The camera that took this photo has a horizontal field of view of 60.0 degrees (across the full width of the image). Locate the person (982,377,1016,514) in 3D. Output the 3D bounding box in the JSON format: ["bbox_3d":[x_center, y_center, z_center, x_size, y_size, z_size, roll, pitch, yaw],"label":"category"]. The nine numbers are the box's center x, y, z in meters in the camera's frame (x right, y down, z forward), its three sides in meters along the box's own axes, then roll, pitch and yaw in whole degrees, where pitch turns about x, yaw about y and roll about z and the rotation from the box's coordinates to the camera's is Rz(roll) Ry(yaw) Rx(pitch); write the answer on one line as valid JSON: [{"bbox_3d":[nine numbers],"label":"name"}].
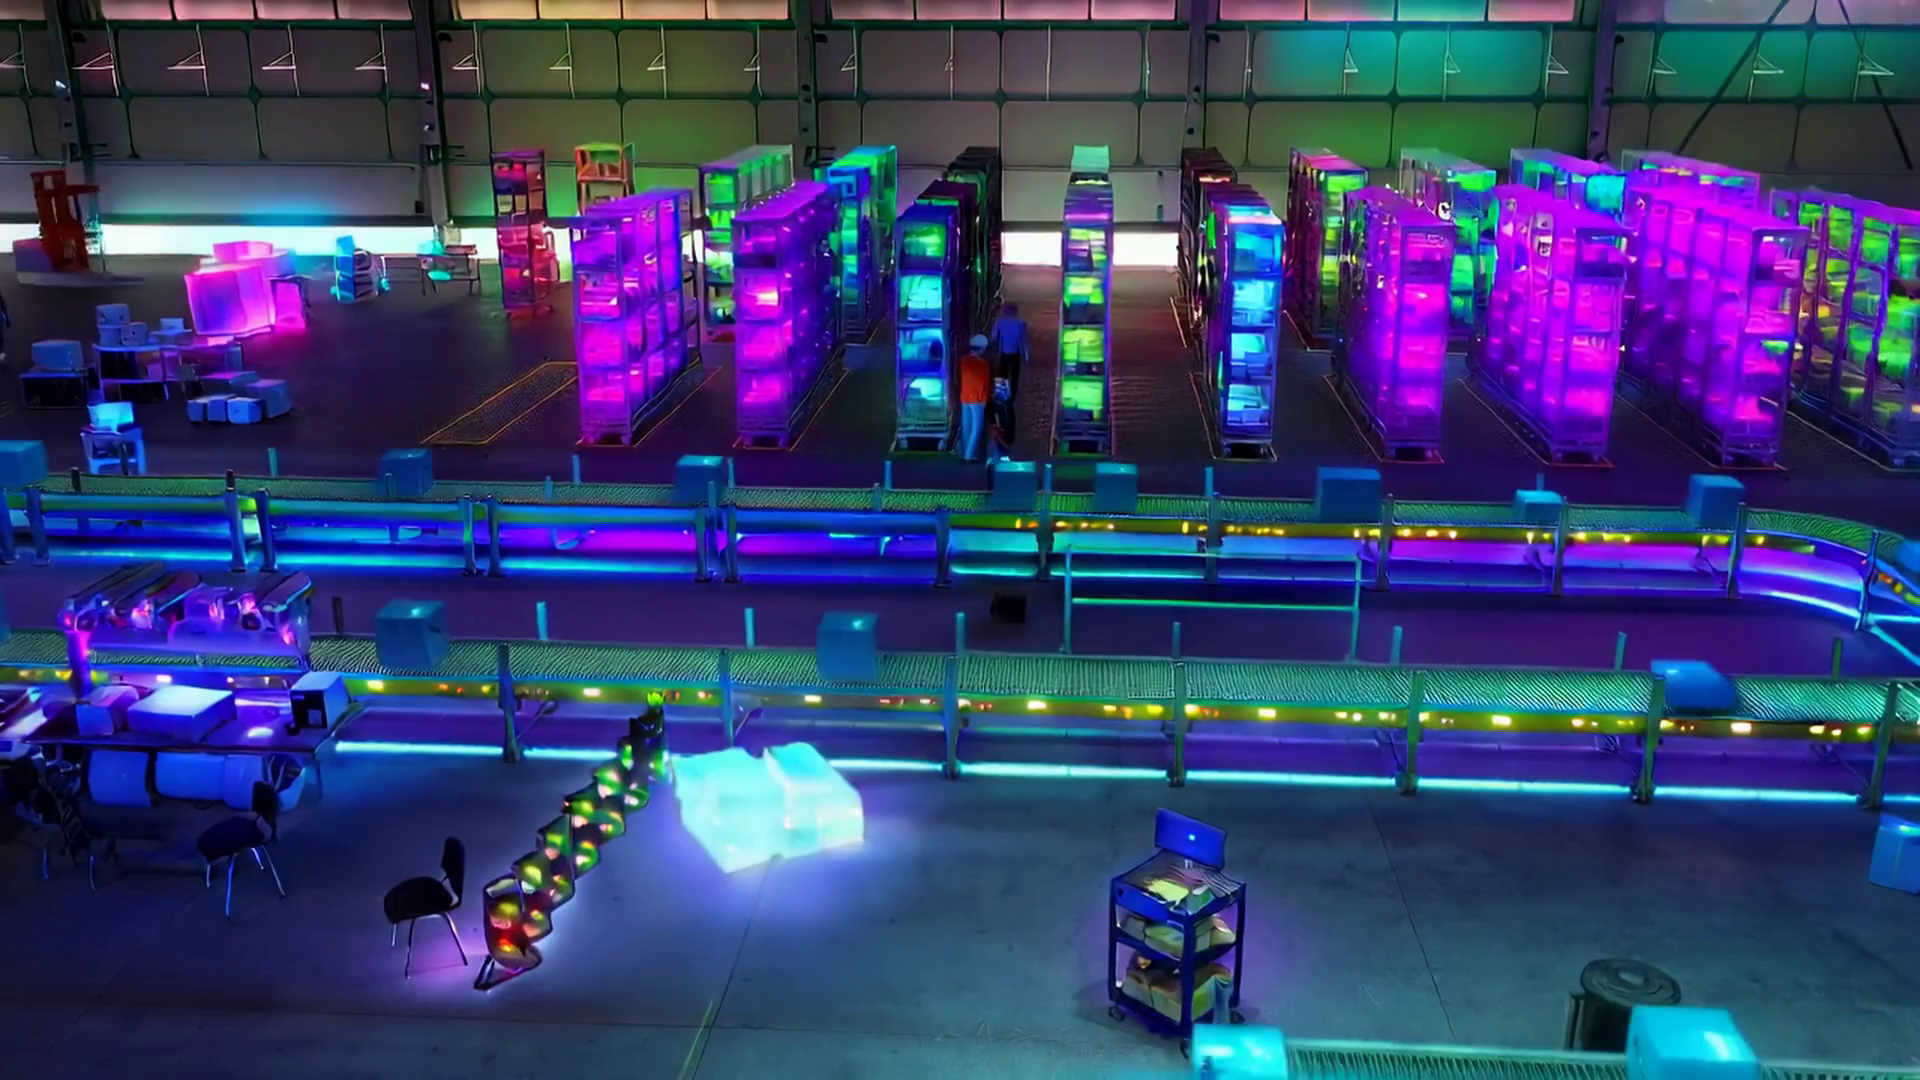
[{"bbox_3d":[0.554,-1.244,22.381,0.407,1.913,0.641,8,19,23],"label":"person"}]

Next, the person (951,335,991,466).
[{"bbox_3d":[0.211,-2.101,25.028,0.537,1.966,0.630,-12,21,-34],"label":"person"}]

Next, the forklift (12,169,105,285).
[{"bbox_3d":[-22.795,-7.898,41.906,1.873,2.768,1.129,1,18,4],"label":"forklift"}]

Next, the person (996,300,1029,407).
[{"bbox_3d":[0.916,-3.244,28.849,0.562,1.828,0.635,3,18,9],"label":"person"}]

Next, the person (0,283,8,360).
[{"bbox_3d":[-18.910,-4.417,32.406,0.621,1.934,0.632,-8,19,-25],"label":"person"}]
